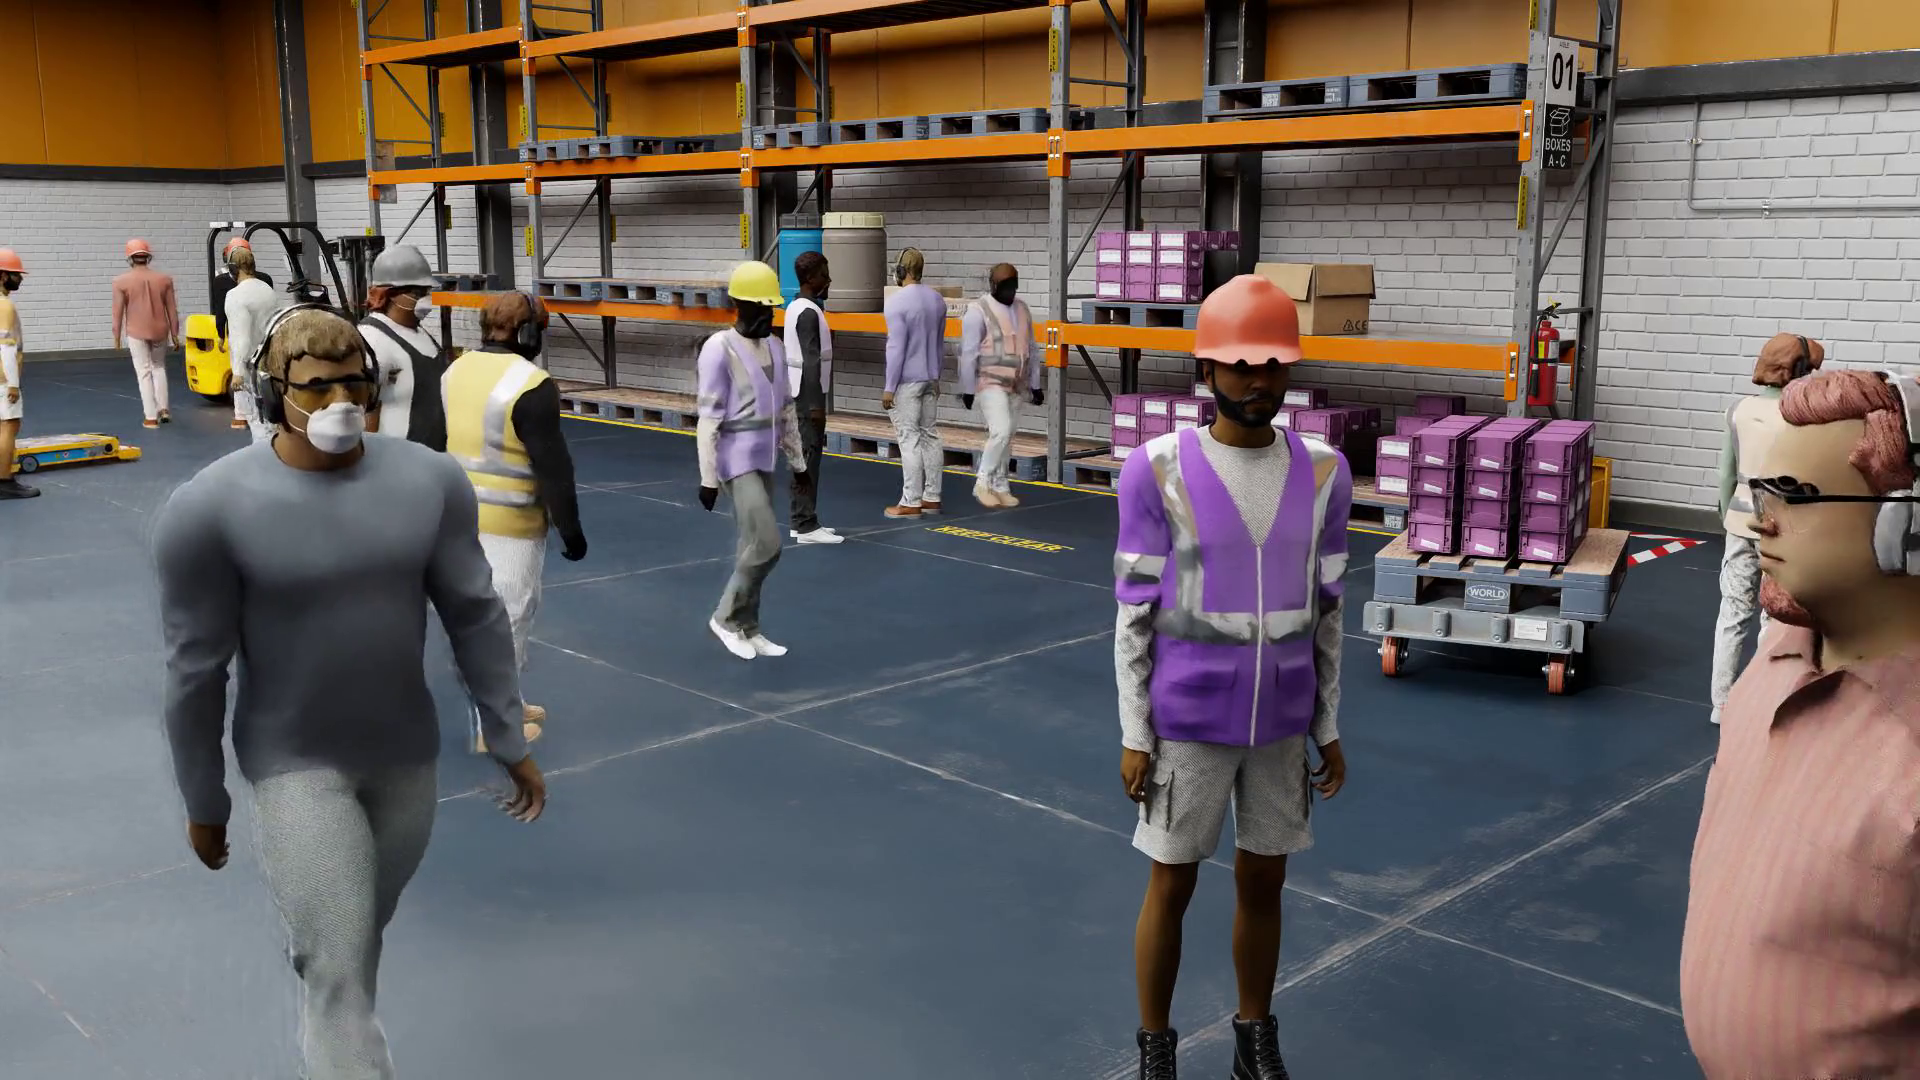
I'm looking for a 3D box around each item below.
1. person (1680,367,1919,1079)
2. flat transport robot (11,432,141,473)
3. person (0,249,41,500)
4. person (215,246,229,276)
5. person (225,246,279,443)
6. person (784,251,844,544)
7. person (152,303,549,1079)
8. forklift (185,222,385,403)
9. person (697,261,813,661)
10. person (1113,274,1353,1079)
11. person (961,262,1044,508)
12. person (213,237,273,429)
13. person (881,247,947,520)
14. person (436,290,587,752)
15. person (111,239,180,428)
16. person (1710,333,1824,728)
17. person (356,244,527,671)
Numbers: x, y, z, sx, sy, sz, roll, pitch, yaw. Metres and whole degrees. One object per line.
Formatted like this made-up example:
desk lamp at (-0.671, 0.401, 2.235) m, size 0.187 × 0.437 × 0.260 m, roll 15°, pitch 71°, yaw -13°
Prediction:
person at (1.167, 0.729, 2.000) m, size 0.692 × 1.886 × 0.653 m, roll 0°, pitch 10°, yaw 2°
flat transport robot at (-8.035, -0.768, 14.560) m, size 0.652 × 0.197 × 1.431 m, roll 6°, pitch 12°, yaw 29°
person at (-7.329, -1.268, 12.818) m, size 0.544 × 1.923 × 0.428 m, roll 10°, pitch 14°, yaw 43°
person at (-9.474, -2.894, 21.755) m, size 0.350 × 1.882 × 0.583 m, roll 5°, pitch 12°, yaw 27°
person at (-5.683, -1.383, 13.375) m, size 0.377 × 1.936 × 0.628 m, roll 0°, pitch 10°, yaw 3°
person at (-1.001, -0.936, 10.985) m, size 0.388 × 1.919 × 0.593 m, roll -2°, pitch 11°, yaw -13°
person at (-1.200, 0.477, 3.368) m, size 1.021 × 1.884 × 0.655 m, roll 10°, pitch 14°, yaw 42°
forklift at (-8.169, -2.758, 20.163) m, size 2.313 × 2.155 × 1.214 m, roll -10°, pitch 14°, yaw -44°
person at (-0.975, -0.358, 7.883) m, size 0.426 × 1.906 × 0.596 m, roll 4°, pitch 11°, yaw 20°
person at (0.611, 0.391, 3.696) m, size 0.542 × 1.938 × 0.358 m, roll -2°, pitch 11°, yaw -12°
person at (0.304, -1.135, 12.324) m, size 0.444 × 1.822 × 0.643 m, roll 9°, pitch 14°, yaw 41°
person at (-7.495, -2.167, 17.480) m, size 0.612 × 1.997 × 0.375 m, roll -8°, pitch 13°, yaw -37°
person at (-0.335, -1.117, 11.911) m, size 0.354 × 1.937 × 0.635 m, roll 7°, pitch 13°, yaw 34°
person at (-1.747, -0.070, 6.581) m, size 0.640 × 1.818 × 0.549 m, roll 10°, pitch 14°, yaw 43°
person at (-8.593, -2.166, 17.510) m, size 0.643 × 1.979 × 0.517 m, roll -10°, pitch 14°, yaw -44°
person at (3.258, -0.008, 6.685) m, size 0.310 × 1.640 × 0.514 m, roll -4°, pitch 11°, yaw -21°
person at (-2.575, -0.399, 7.721) m, size 1.000 × 2.000 × 0.691 m, roll 0°, pitch 10°, yaw 1°
